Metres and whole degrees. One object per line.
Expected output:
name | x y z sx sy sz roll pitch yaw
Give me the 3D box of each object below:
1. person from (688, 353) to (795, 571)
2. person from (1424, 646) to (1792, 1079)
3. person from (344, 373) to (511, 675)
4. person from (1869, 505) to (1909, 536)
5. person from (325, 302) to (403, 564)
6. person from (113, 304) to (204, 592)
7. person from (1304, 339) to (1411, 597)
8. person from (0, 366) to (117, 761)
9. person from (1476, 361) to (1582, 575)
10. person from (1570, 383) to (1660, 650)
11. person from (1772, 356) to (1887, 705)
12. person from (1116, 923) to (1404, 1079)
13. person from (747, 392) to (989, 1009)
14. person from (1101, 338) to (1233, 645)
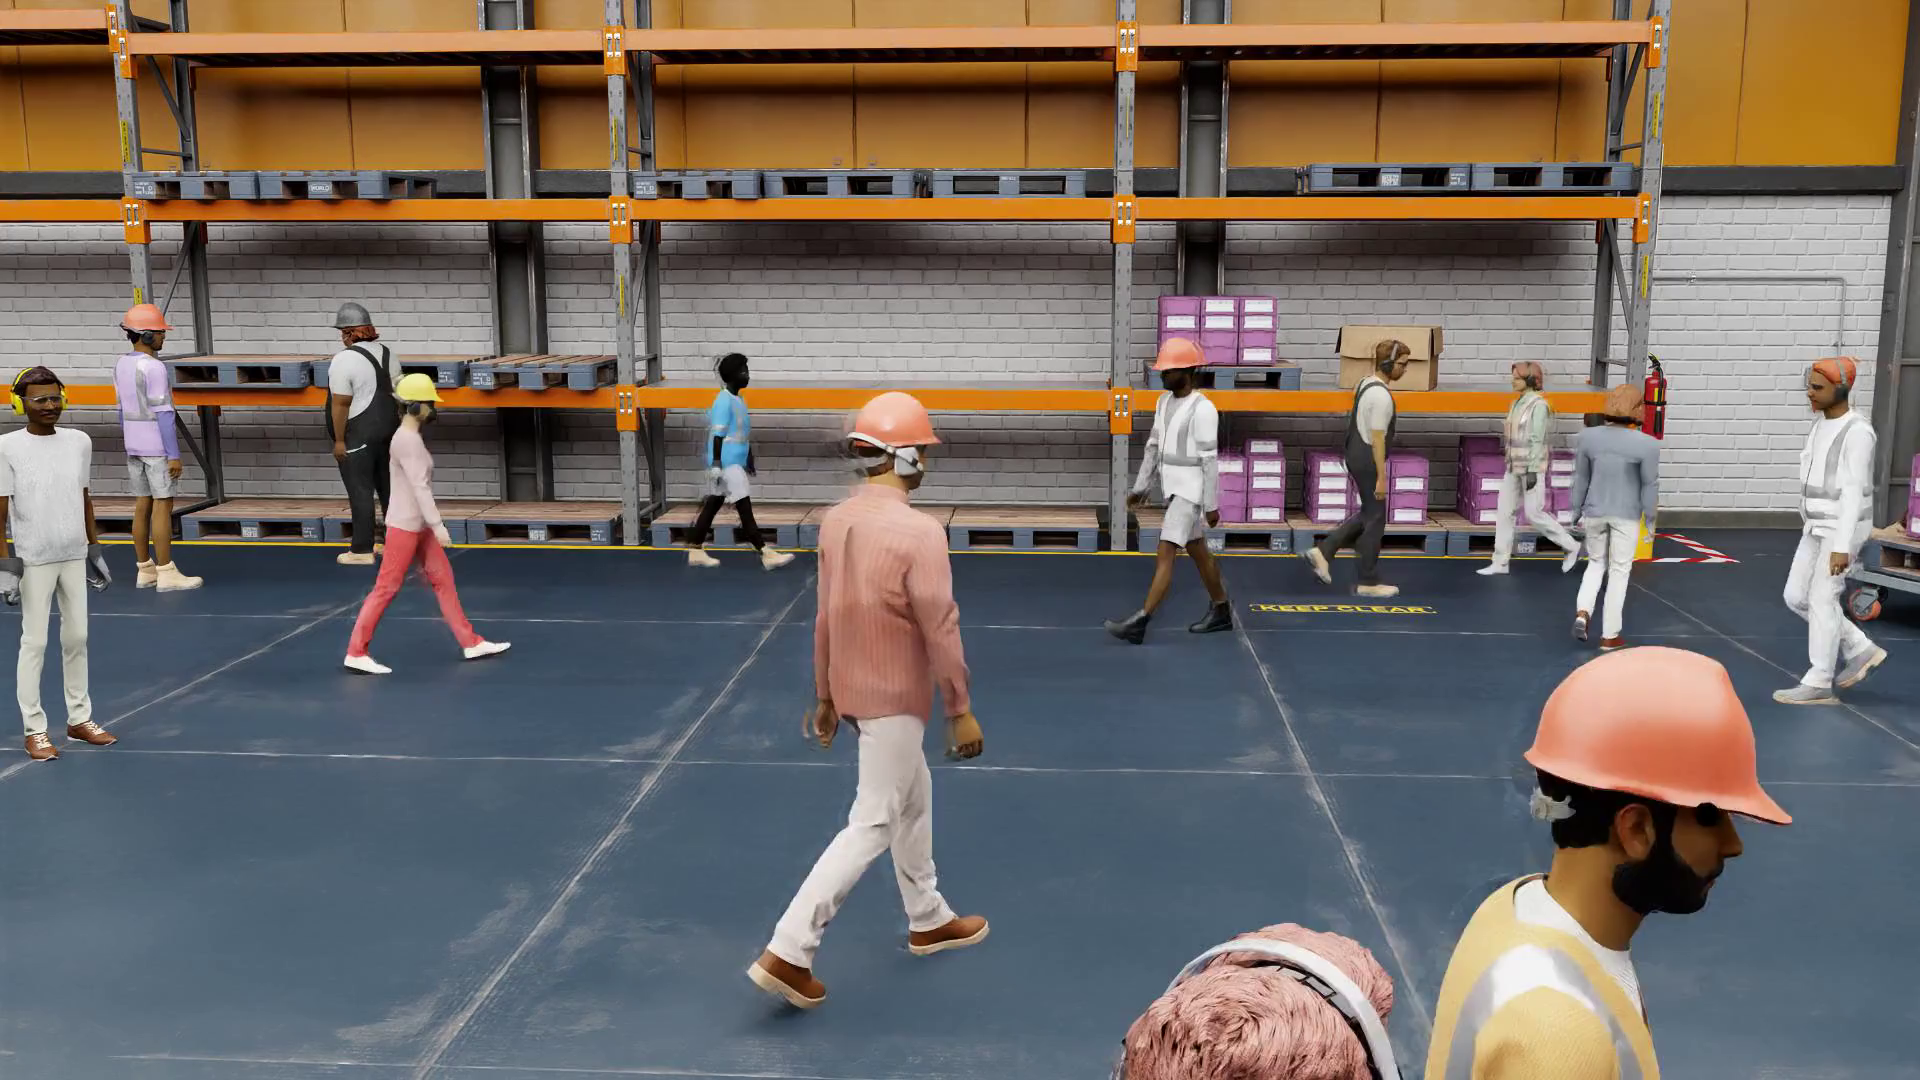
person | -1.699 -0.589 12.619 0.881 1.640 0.549 0 10 2
person | 0.688 1.069 2.151 0.594 1.913 0.569 3 10 18
person | -3.123 -0.090 9.526 0.925 1.718 0.538 -2 10 -14
person | 7.875 -0.860 13.225 1.063 1.986 0.612 9 13 41
person | -4.675 -0.845 12.984 0.535 2.000 0.682 4 10 21
person | -5.739 -0.652 11.850 0.608 2.044 0.370 7 12 36
person | 2.780 -0.483 11.528 0.599 1.815 0.567 0 10 2
person | -4.329 0.102 7.943 0.310 1.869 0.532 6 11 30
person | 4.257 -0.522 12.319 0.691 1.617 0.515 -1 10 -8
person | 3.932 -0.131 10.014 0.385 1.620 0.528 -9 14 -44
person | 4.645 -0.036 8.762 0.508 1.866 0.582 1 10 4
person | 0.206 1.224 1.343 0.639 1.886 0.441 4 10 21
person | -0.299 0.505 5.353 0.966 1.959 0.616 -6 11 -32
person | 1.326 -0.303 10.284 1.009 1.880 0.565 -3 10 -19
